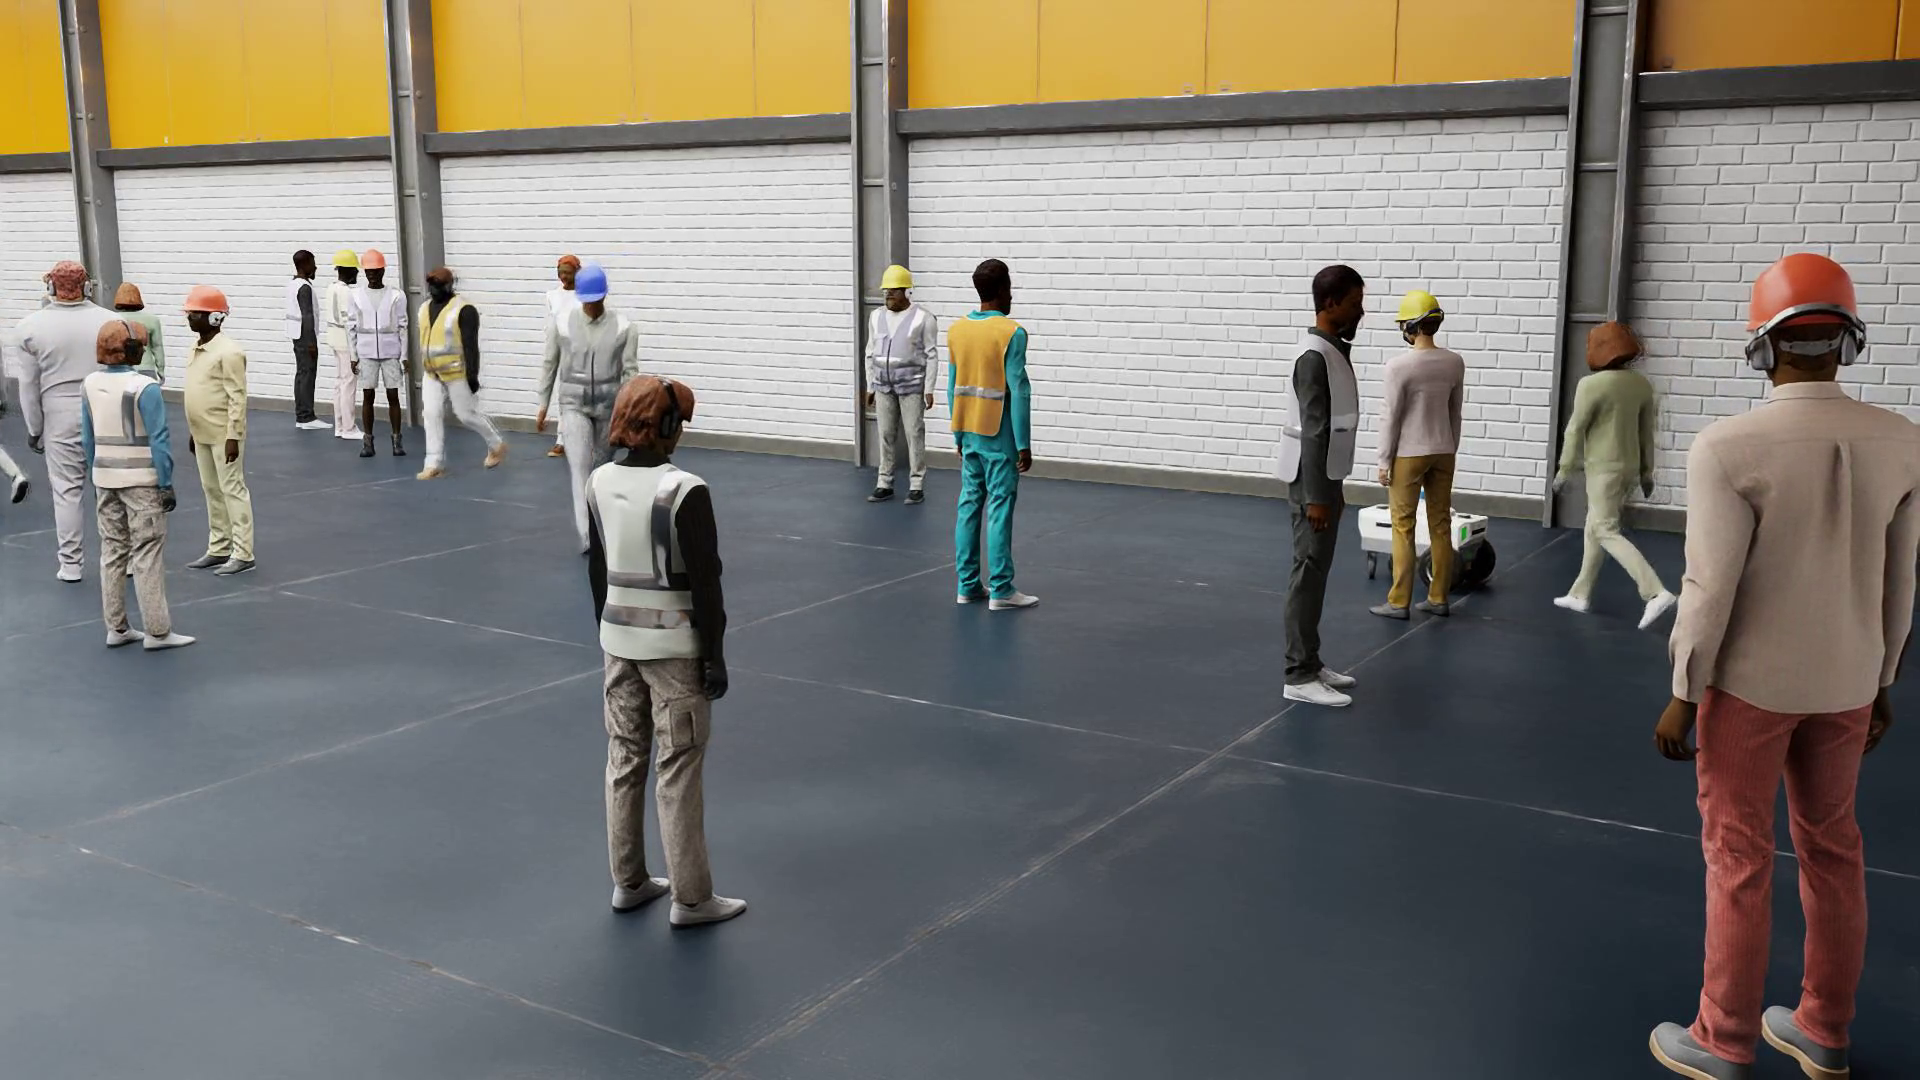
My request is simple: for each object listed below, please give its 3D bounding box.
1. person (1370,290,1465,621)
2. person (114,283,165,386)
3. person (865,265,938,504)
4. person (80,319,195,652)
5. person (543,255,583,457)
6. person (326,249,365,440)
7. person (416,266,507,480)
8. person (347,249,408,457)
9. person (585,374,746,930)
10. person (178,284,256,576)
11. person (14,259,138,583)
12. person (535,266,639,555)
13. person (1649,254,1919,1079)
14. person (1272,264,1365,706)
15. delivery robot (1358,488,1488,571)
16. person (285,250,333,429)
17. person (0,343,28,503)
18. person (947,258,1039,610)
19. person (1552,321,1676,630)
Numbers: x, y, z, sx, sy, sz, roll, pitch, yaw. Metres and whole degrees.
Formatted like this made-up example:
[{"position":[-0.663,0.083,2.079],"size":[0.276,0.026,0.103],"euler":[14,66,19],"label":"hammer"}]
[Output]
[{"position":[2.442,-0.446,8.892],"size":[0.524,1.761,0.339],"euler":[-4,11,-23],"label":"person"},{"position":[-7.523,-1.518,15.171],"size":[0.509,1.632,0.266],"euler":[-8,13,-37],"label":"person"},{"position":[-0.466,-1.186,12.777],"size":[0.597,1.831,0.403],"euler":[5,11,25],"label":"person"},{"position":[-4.092,-0.266,8.216],"size":[0.523,1.638,0.310],"euler":[4,11,22],"label":"person"},{"position":[-3.615,-1.704,15.507],"size":[0.573,1.884,0.354],"euler":[3,11,14],"label":"person"},{"position":[-6.220,-1.982,16.926],"size":[0.382,1.924,0.594],"euler":[-7,12,-33],"label":"person"},{"position":[-4.325,-1.441,14.278],"size":[0.636,1.816,0.848],"euler":[5,11,26],"label":"person"},{"position":[-5.438,-1.742,15.567],"size":[0.542,1.938,0.357],"euler":[-3,11,-16],"label":"person"},{"position":[-0.889,0.332,4.907],"size":[0.511,1.638,0.308],"euler":[7,13,35],"label":"person"},{"position":[-4.536,-0.668,10.117],"size":[0.563,1.756,0.318],"euler":[8,13,38],"label":"person"},{"position":[-5.205,-0.699,9.877],"size":[0.643,1.909,0.410],"euler":[-6,12,-30],"label":"person"},{"position":[-2.457,-0.871,10.977],"size":[0.673,1.861,1.036],"euler":[-3,11,-17],"label":"person"},{"position":[1.937,0.331,3.938],"size":[0.623,1.987,0.394],"euler":[-2,10,-12],"label":"person"},{"position":[1.586,-0.246,7.340],"size":[0.392,1.918,0.589],"euler":[3,11,17],"label":"person"},{"position":[2.726,-0.062,9.831],"size":[0.707,0.478,0.477],"euler":[9,13,40],"label":"delivery robot"},{"position":[-7.051,-2.153,17.899],"size":[0.375,1.917,0.598],"euler":[-7,12,-33],"label":"person"},{"position":[-7.278,-1.002,12.341],"size":[0.425,1.622,0.508],"euler":[4,11,19],"label":"person"},{"position":[0.162,-0.575,9.148],"size":[0.391,1.922,0.591],"euler":[-10,14,-43],"label":"person"},{"position":[3.496,-0.349,8.787],"size":[0.510,1.600,0.794],"euler":[-5,12,-28],"label":"person"}]
